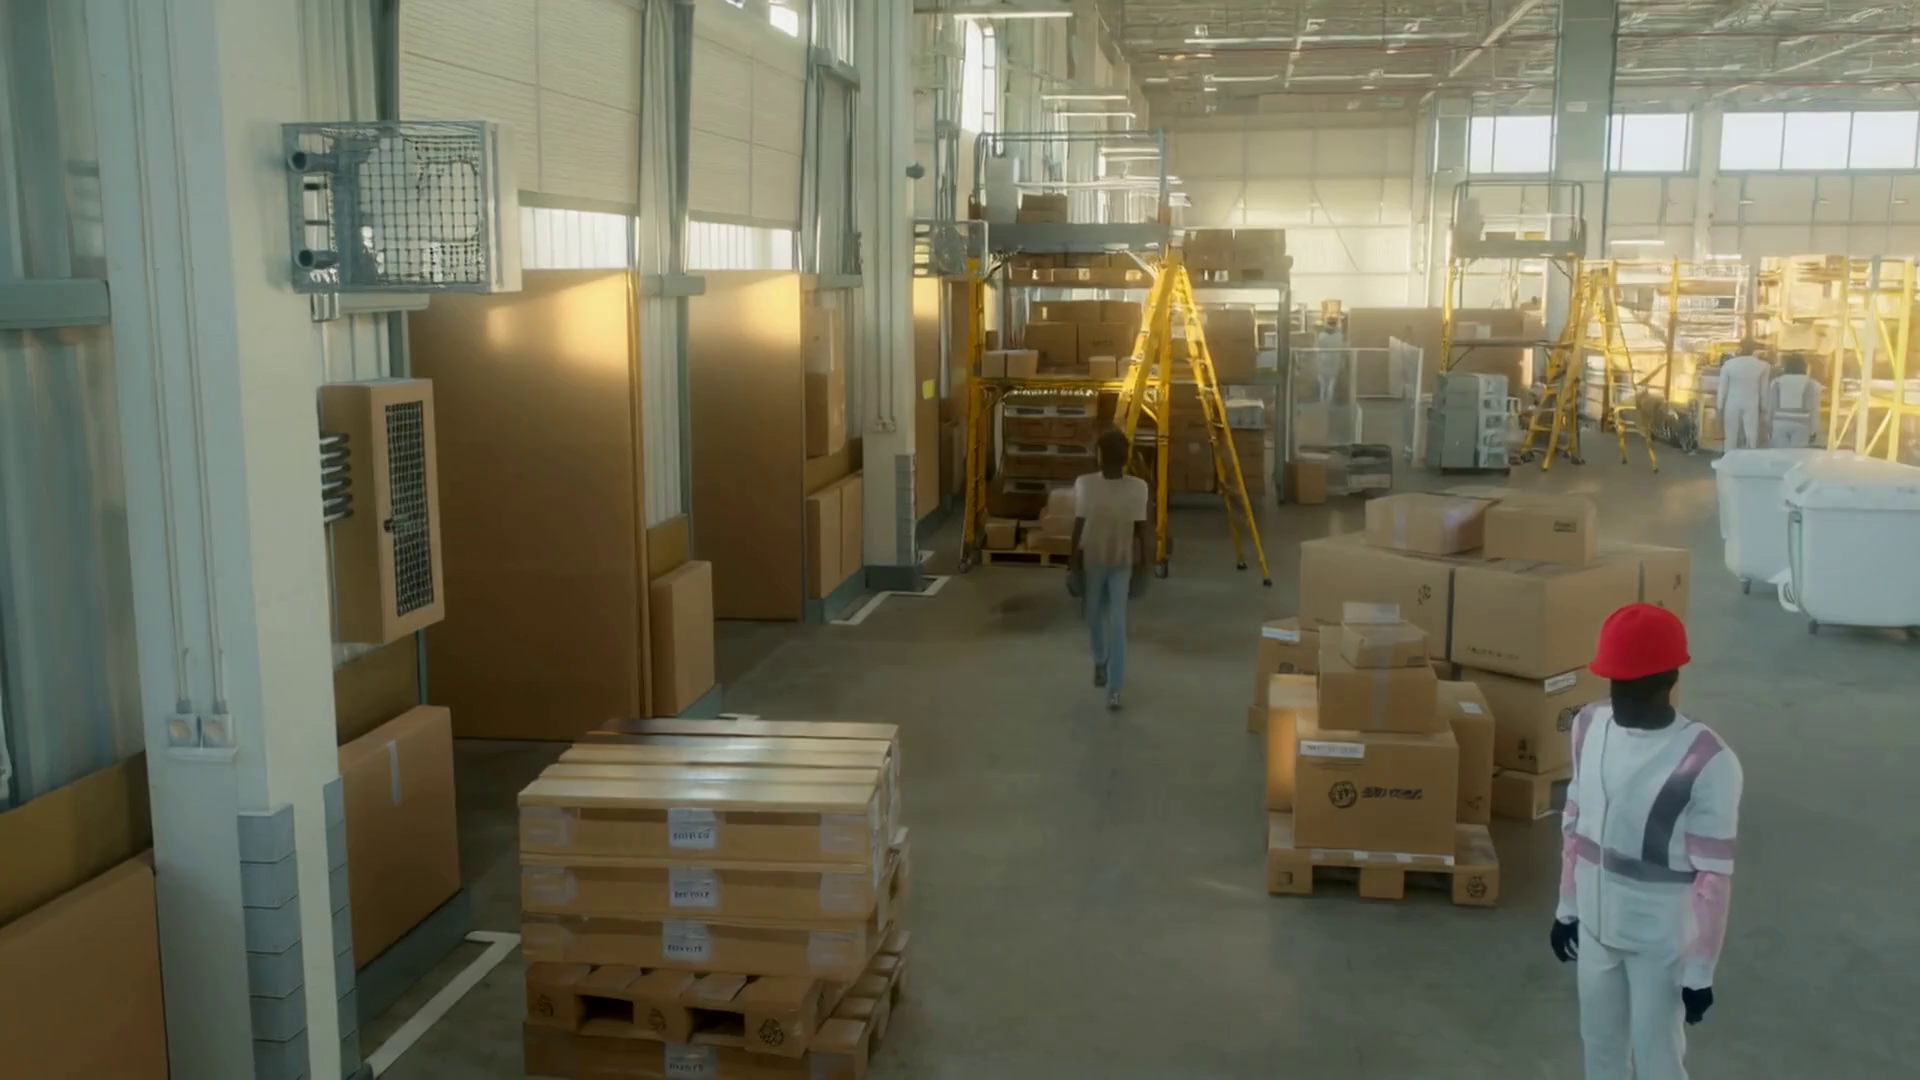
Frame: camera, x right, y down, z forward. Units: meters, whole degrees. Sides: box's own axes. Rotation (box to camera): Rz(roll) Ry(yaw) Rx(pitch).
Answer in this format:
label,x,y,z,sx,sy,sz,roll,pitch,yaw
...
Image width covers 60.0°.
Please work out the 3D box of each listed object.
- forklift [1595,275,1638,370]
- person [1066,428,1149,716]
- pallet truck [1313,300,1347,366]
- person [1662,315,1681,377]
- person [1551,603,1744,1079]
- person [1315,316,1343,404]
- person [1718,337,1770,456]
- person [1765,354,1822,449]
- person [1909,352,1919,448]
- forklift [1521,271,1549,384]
label,x,y,z,sx,sy,sz,roll,pitch,yaw
forklift,17.876,-6.096,46.361,1.873,2.768,1.129,-3,10,-17
person,0.966,0.172,10.899,0.530,1.847,0.730,2,9,10
pallet truck,11.159,-6.200,49.718,0.823,1.965,1.885,4,10,26
person,18.947,-5.148,44.196,0.536,1.688,0.421,-5,11,-30
person,1.949,1.120,4.826,0.395,1.918,0.585,-4,10,-23
person,7.555,-3.623,34.081,0.560,1.913,0.547,2,9,14
person,10.850,-1.844,23.067,0.631,1.931,0.365,3,10,20
person,10.305,-1.387,20.603,0.650,1.815,0.629,8,12,39
person,15.521,-2.340,26.727,0.322,1.735,0.490,4,10,25
forklift,14.631,-5.146,40.504,1.129,2.768,1.873,-1,9,-8
